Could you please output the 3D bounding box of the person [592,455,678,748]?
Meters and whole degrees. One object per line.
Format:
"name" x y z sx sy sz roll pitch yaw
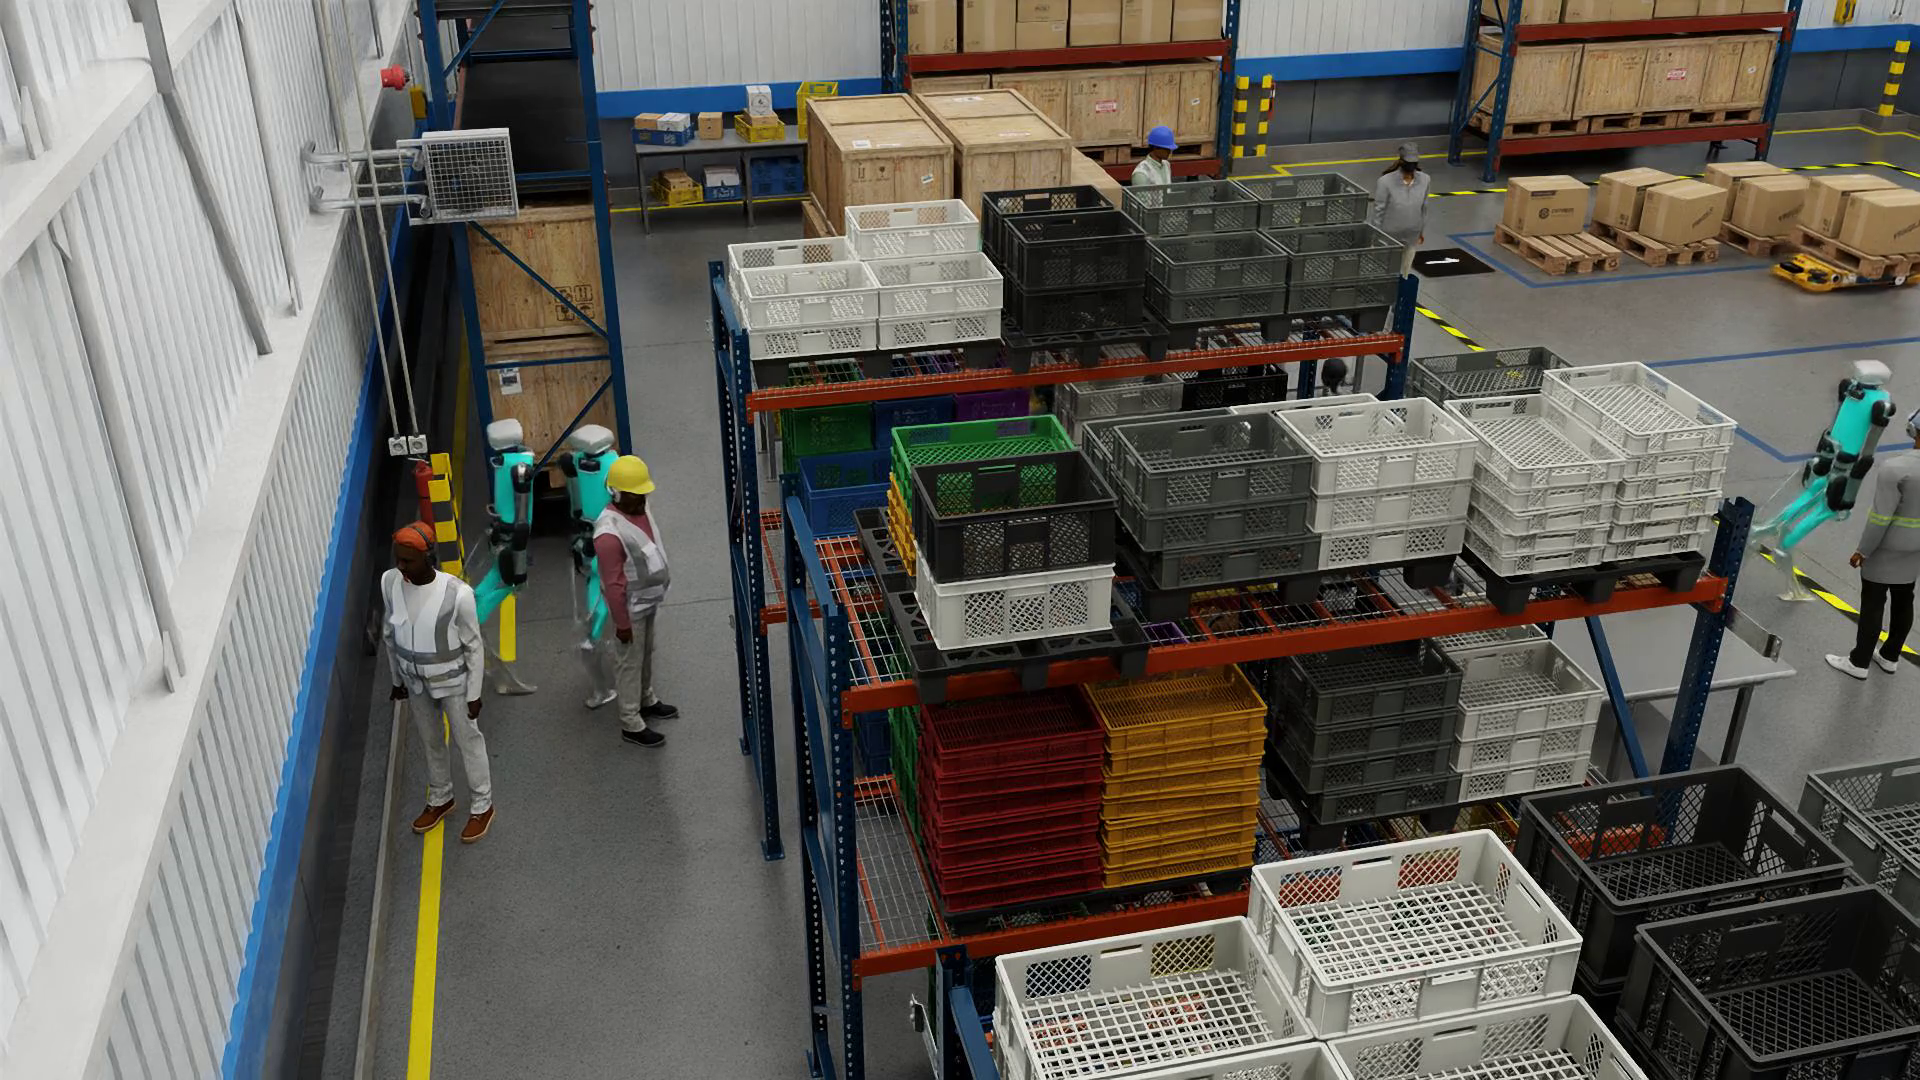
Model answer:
"person" -1.887 0.339 9.728 0.403 1.828 0.592 4 28 7

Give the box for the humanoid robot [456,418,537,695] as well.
"humanoid robot" -2.916 0.152 10.168 0.779 1.771 0.545 -13 30 -23

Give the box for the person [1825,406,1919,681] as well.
"person" 5.813 0.004 10.342 0.594 1.849 0.391 -7 29 -13

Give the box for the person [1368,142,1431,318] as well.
"person" 4.230 -2.969 16.067 0.571 1.769 0.398 -6 28 -11

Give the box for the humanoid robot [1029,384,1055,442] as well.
"humanoid robot" 0.620 -0.326 11.145 0.355 1.650 0.599 -6 28 -12

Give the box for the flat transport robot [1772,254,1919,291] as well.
"flat transport robot" 9.367 -2.853 17.429 1.431 0.197 0.652 -6 28 -12

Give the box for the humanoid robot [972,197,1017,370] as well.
"humanoid robot" 0.191 -2.081 14.448 0.824 1.797 0.541 -8 29 -15

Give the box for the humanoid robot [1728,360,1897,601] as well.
"humanoid robot" 5.590 -0.326 11.158 0.936 1.813 0.557 -1 28 -2

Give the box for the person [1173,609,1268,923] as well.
"person" 1.221 1.166 8.162 0.622 1.835 0.431 -17 32 -29

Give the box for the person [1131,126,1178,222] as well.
"person" 1.842 -3.009 15.968 0.412 1.939 0.602 17 32 30

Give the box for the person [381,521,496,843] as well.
"person" -2.792 0.761 8.873 0.574 1.882 0.356 9 29 16

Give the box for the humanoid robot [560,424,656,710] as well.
"humanoid robot" -2.248 0.206 10.098 0.558 1.765 0.922 15 31 26

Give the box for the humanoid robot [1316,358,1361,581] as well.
"humanoid robot" 2.546 -0.461 11.404 0.614 1.640 0.455 -9 29 -17

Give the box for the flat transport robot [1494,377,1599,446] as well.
"flat transport robot" 4.780 -1.036 14.013 0.659 0.231 1.431 -6 28 -12

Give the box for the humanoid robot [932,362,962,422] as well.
"humanoid robot" -0.084 -0.492 11.484 0.630 1.635 0.594 13 30 23

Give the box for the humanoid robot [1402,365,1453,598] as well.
"humanoid robot" 3.083 -0.433 11.412 0.823 1.611 0.585 7 29 13

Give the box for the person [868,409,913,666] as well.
"person" -0.403 -0.014 10.169 0.366 2.048 0.606 8 29 14

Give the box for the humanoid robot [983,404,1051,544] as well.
"humanoid robot" 0.504 -0.118 10.725 0.847 1.778 0.538 -19 33 -31
